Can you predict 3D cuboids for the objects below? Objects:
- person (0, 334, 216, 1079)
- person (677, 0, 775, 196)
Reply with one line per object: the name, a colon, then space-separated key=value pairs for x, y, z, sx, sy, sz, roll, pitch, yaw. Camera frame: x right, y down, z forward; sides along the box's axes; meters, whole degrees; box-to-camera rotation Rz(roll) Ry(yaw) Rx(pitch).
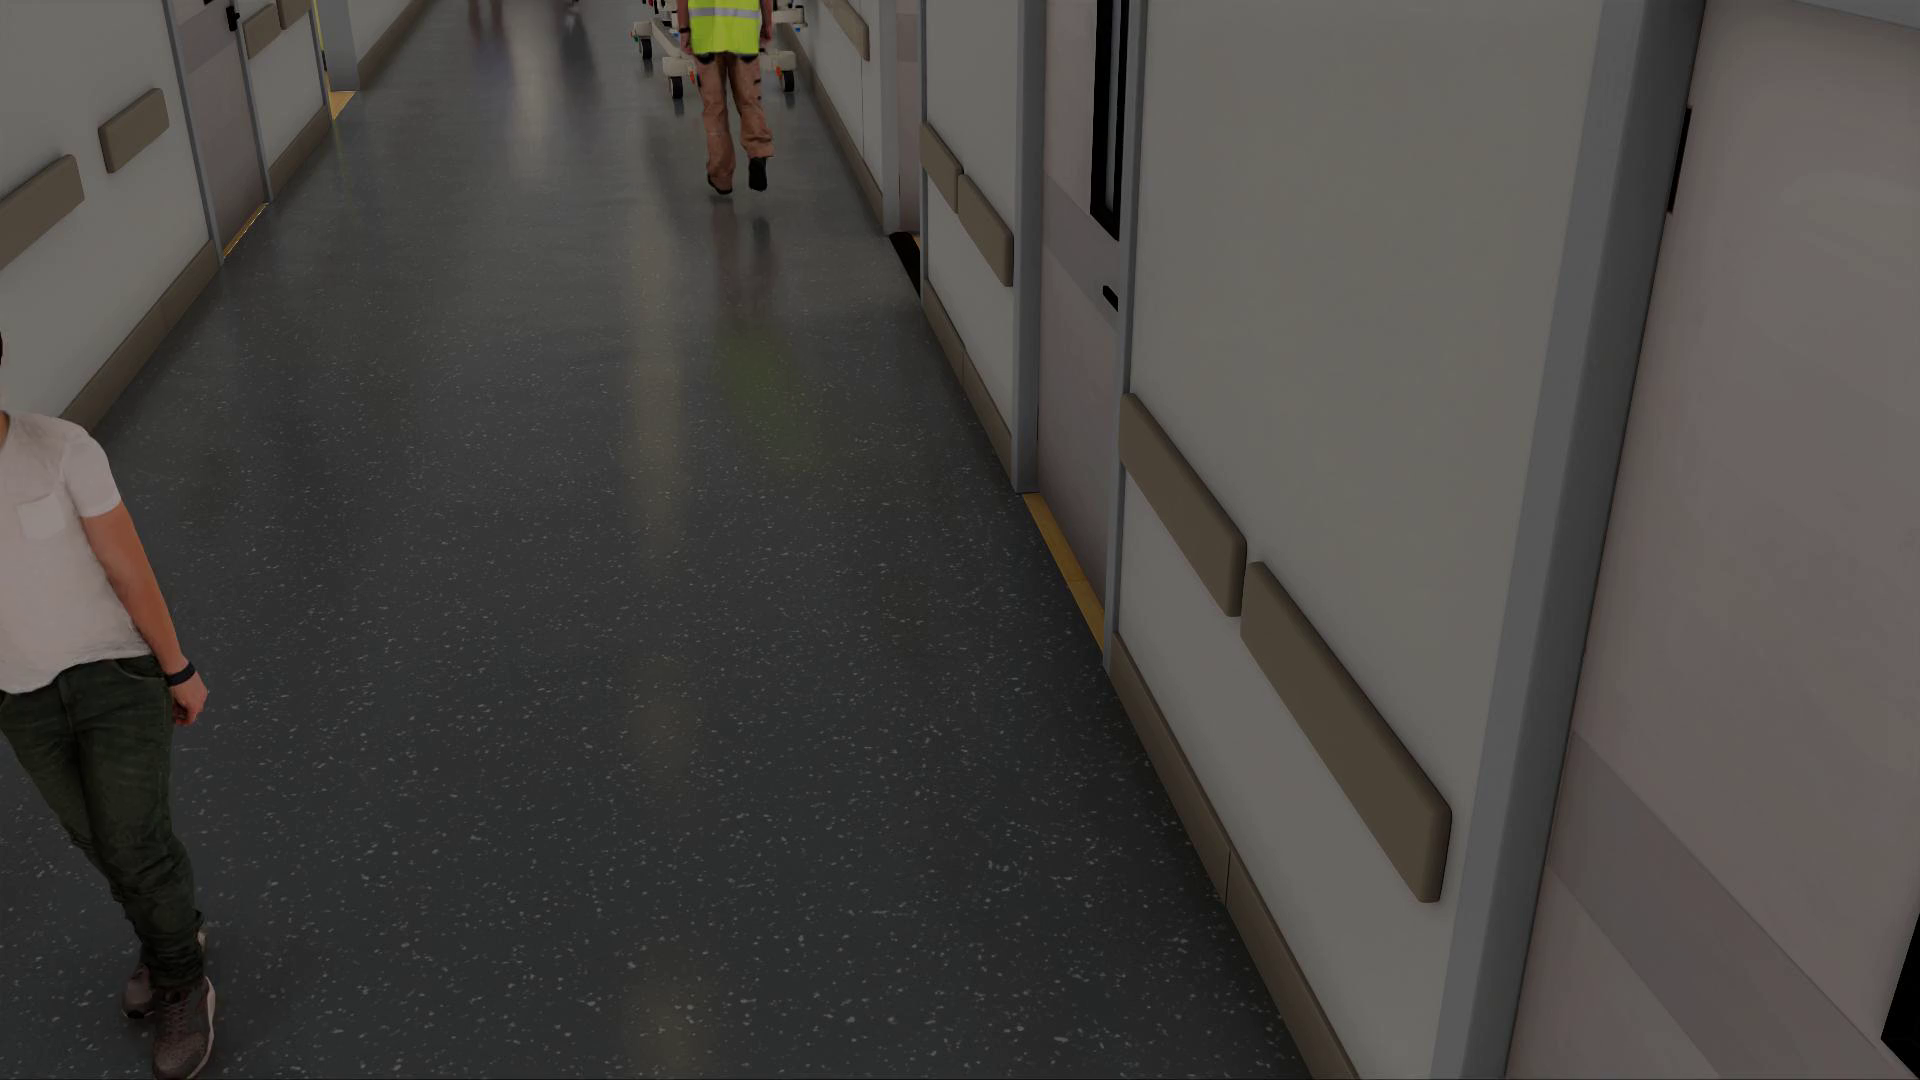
person: x=-1.690 y=0.264 z=3.233 sx=0.677 sy=1.628 sz=0.665 roll=-3 pitch=26 yaw=-7
person: x=-1.325 y=-2.844 z=9.446 sx=0.899 sy=1.830 sz=0.819 roll=-8 pitch=27 yaw=-16
